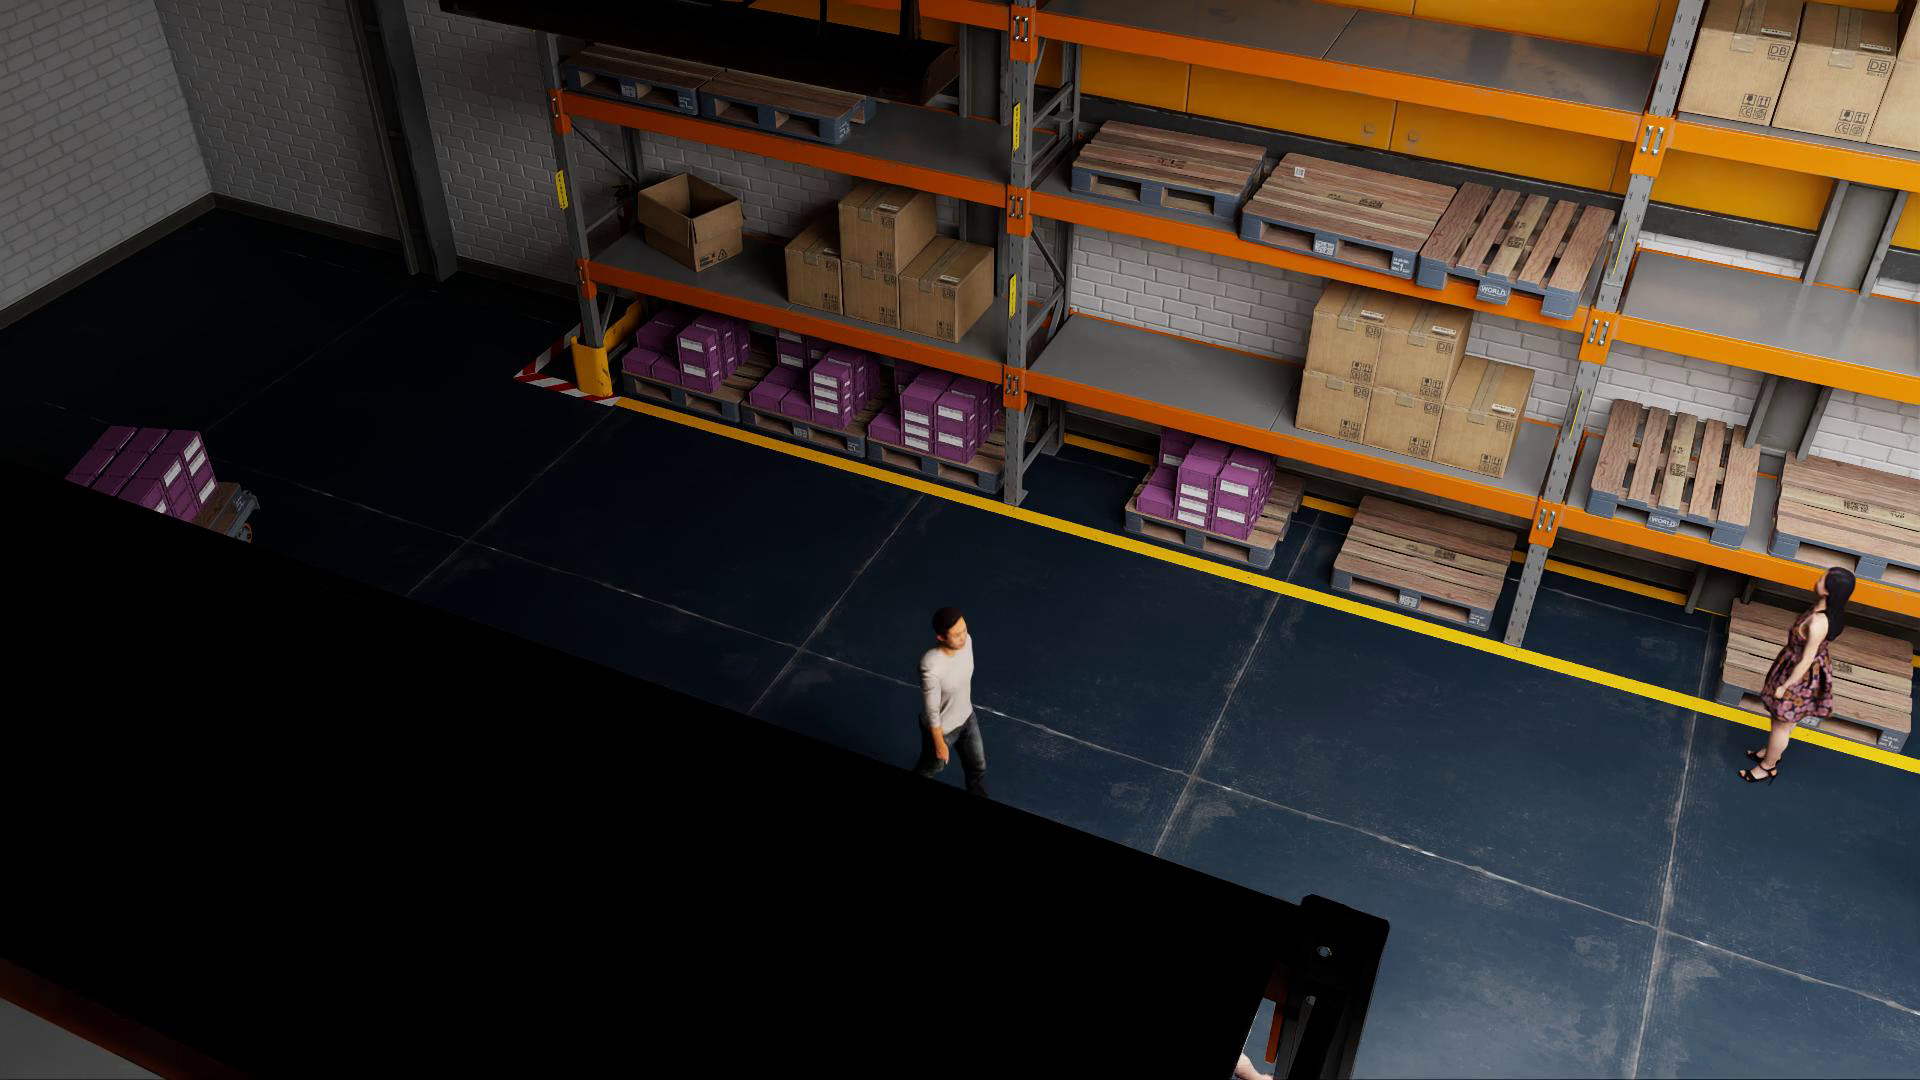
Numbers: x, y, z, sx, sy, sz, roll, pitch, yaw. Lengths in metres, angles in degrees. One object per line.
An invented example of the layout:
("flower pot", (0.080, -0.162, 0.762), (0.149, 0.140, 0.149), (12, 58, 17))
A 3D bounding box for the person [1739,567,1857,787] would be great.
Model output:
("person", (5.346, 0.868, 10.617), (0.750, 1.773, 0.733), (27, 46, 30))

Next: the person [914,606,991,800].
("person", (-0.162, 1.080, 10.341), (1.005, 1.787, 0.774), (24, 44, 27))
